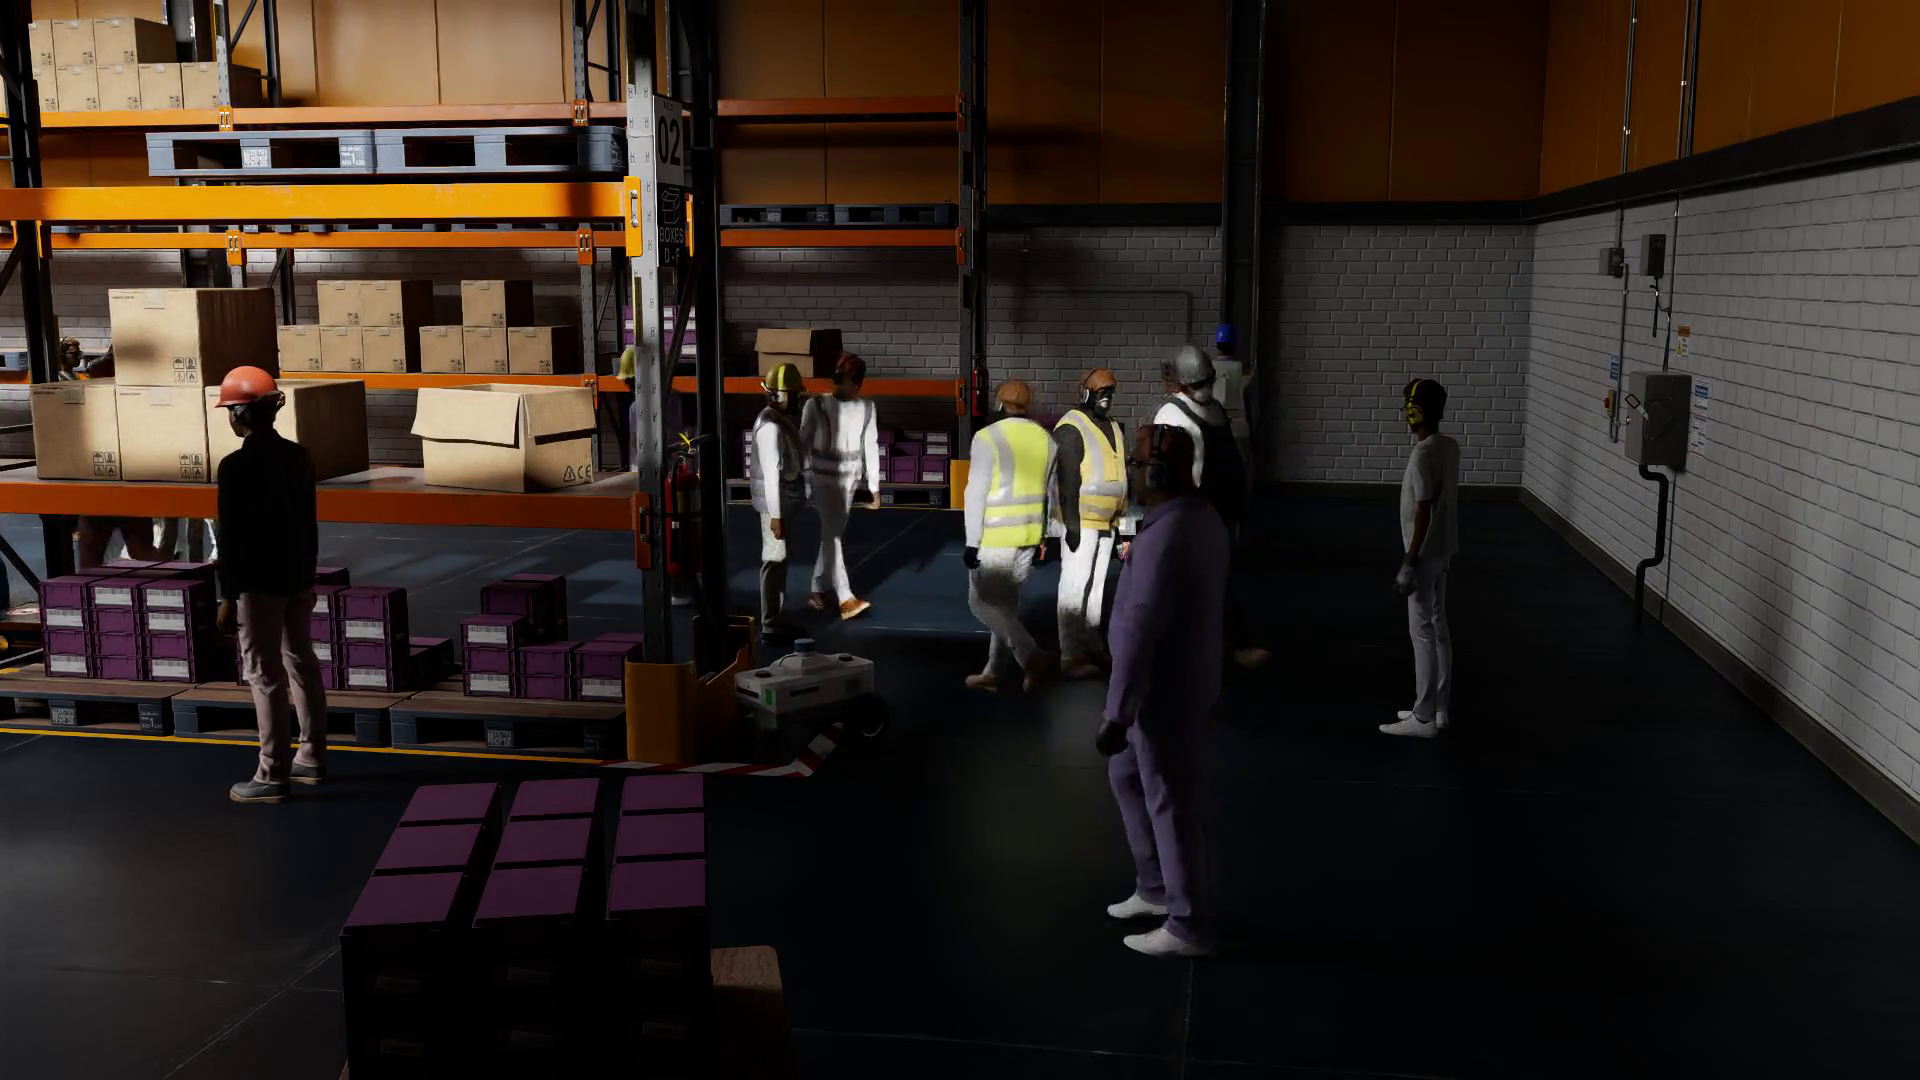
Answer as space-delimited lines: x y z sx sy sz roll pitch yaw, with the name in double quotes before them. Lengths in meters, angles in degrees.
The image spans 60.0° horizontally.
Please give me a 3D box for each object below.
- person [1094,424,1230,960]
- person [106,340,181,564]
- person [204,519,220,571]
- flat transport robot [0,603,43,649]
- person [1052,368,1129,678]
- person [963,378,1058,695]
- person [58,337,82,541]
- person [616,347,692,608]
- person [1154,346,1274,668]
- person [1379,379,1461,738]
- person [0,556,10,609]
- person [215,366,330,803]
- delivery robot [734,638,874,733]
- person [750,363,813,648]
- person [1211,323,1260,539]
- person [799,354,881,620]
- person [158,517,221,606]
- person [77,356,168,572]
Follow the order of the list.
"person" 0.653 0.537 5.844 0.586 1.889 0.647 3 10 19
"person" -6.557 -0.662 13.248 0.929 1.914 0.634 4 10 24
"person" -6.016 -0.668 13.352 0.427 1.872 0.595 -6 11 -34
"flat transport robot" -5.661 0.561 10.678 1.431 0.197 0.652 1 9 8
"person" 0.796 -0.110 9.998 0.430 1.841 0.624 6 11 32
"person" 0.312 0.002 9.377 0.601 1.819 0.644 9 13 44
"person" -7.963 -0.897 14.902 0.341 1.841 0.511 -1 9 -6
"person" -2.141 -0.422 11.787 0.462 1.883 0.647 3 10 17
"person" 1.516 -0.243 10.193 0.901 2.000 0.674 4 10 25
"person" 2.404 0.097 8.636 0.329 1.865 0.518 6 11 35
"person" -6.307 -0.210 10.628 0.378 1.836 0.565 -1 9 -7
"person" -3.174 0.200 7.619 0.402 1.986 0.614 2 9 12
"delivery robot" -0.784 0.741 8.393 0.707 0.478 0.477 -8 12 -41
"person" -1.151 -0.230 10.766 0.403 1.827 0.599 0 9 -1
"person" 2.393 -0.973 15.004 0.602 1.949 0.388 1 9 8
"person" -0.831 -0.369 11.604 0.647 1.833 0.945 -7 11 -35
"person" -5.544 -0.426 11.864 0.310 1.868 0.534 6 11 32
"person" -5.587 -0.299 11.143 0.825 1.858 0.648 5 10 27
